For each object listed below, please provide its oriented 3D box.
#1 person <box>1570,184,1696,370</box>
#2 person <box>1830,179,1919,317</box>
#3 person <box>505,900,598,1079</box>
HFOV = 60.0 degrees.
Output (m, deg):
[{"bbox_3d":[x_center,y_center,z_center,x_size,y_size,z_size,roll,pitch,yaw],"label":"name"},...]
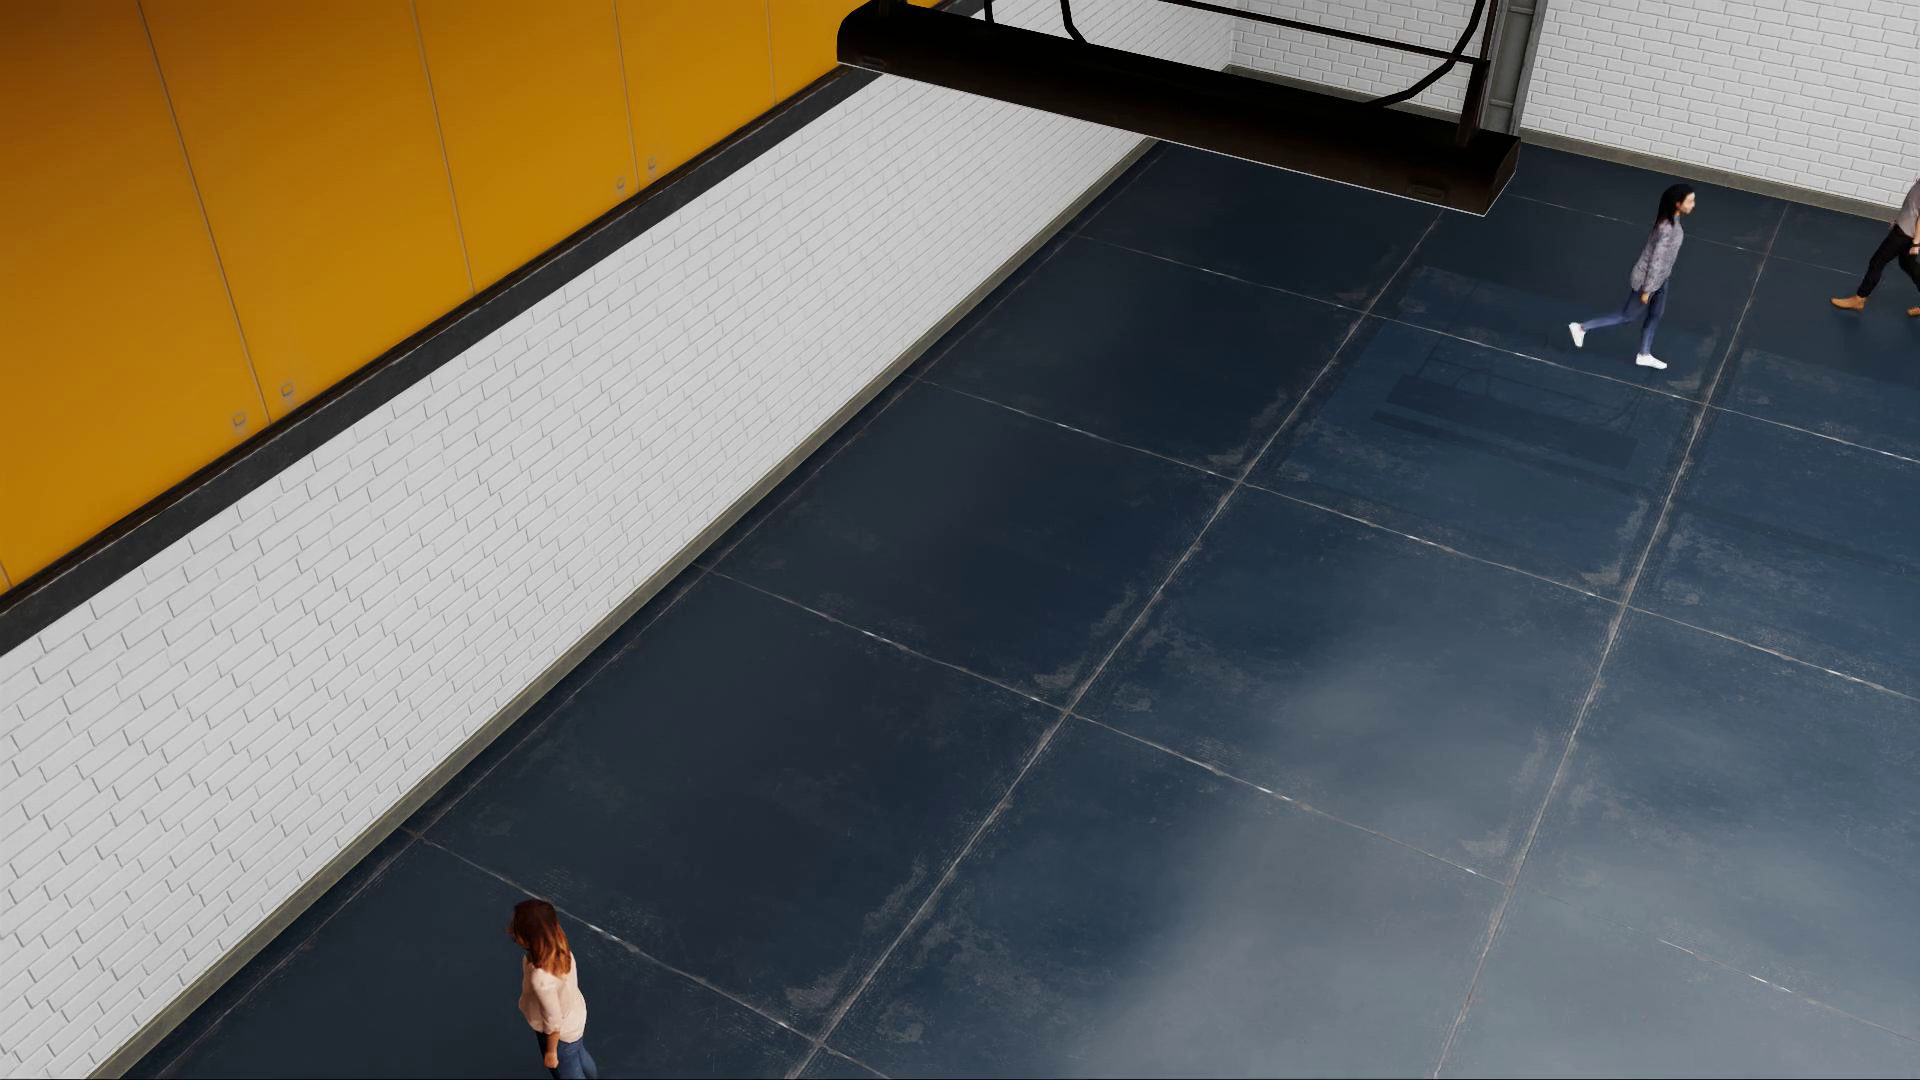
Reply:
[{"bbox_3d":[5.748,-2.234,14.081,1.095,1.702,0.672,16,41,19],"label":"person"},{"bbox_3d":[8.483,-2.714,14.690,1.081,1.691,0.587,20,43,23],"label":"person"},{"bbox_3d":[-1.977,2.381,8.229,0.708,1.795,0.670,-5,39,-7],"label":"person"}]
